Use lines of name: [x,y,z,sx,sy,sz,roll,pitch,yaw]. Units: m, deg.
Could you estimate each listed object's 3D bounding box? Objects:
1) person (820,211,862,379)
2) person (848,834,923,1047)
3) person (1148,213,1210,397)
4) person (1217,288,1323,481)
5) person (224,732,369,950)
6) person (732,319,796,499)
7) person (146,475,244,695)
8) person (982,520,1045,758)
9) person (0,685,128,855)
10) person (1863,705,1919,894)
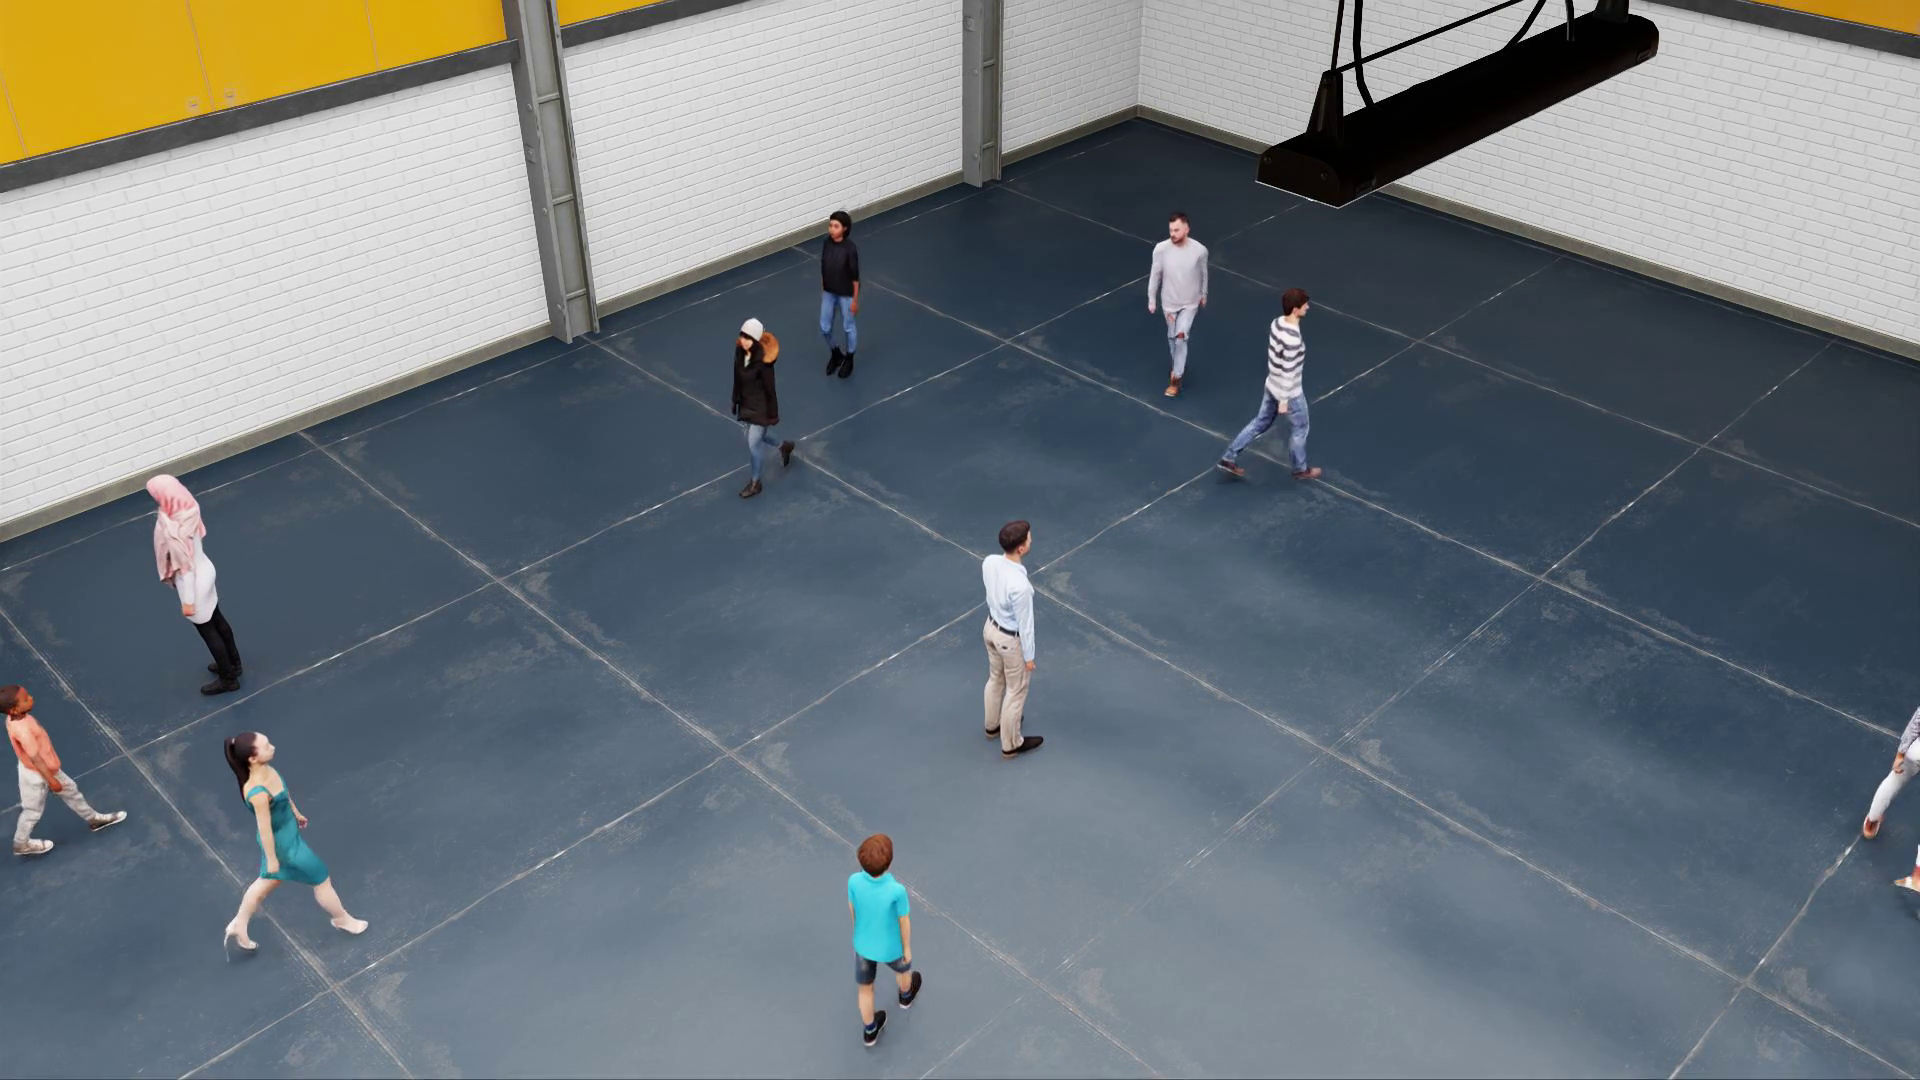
person: [-1.110,-2.389,16.036,0.670,1.684,0.689,14,36,20]
person: [-0.474,2.267,9.257,0.741,1.434,0.873,10,35,15]
person: [2.113,-2.316,15.823,0.980,1.799,1.138,6,34,9]
person: [2.670,-1.282,14.255,1.259,1.813,1.096,-5,34,-8]
person: [-4.073,1.800,9.767,1.104,1.649,0.833,-12,36,-18]
person: [-1.703,-1.180,14.278,0.620,1.617,0.912,28,43,35]
person: [-5.451,0.306,11.874,0.782,1.804,0.740,-4,34,-6]
person: [0.332,0.658,11.306,0.651,1.846,0.669,-21,39,-28]
person: [-5.928,1.486,10.570,0.964,1.282,0.682,-16,37,-23]
person: [6.053,1.430,10.289,0.816,1.686,1.155,14,36,20]
